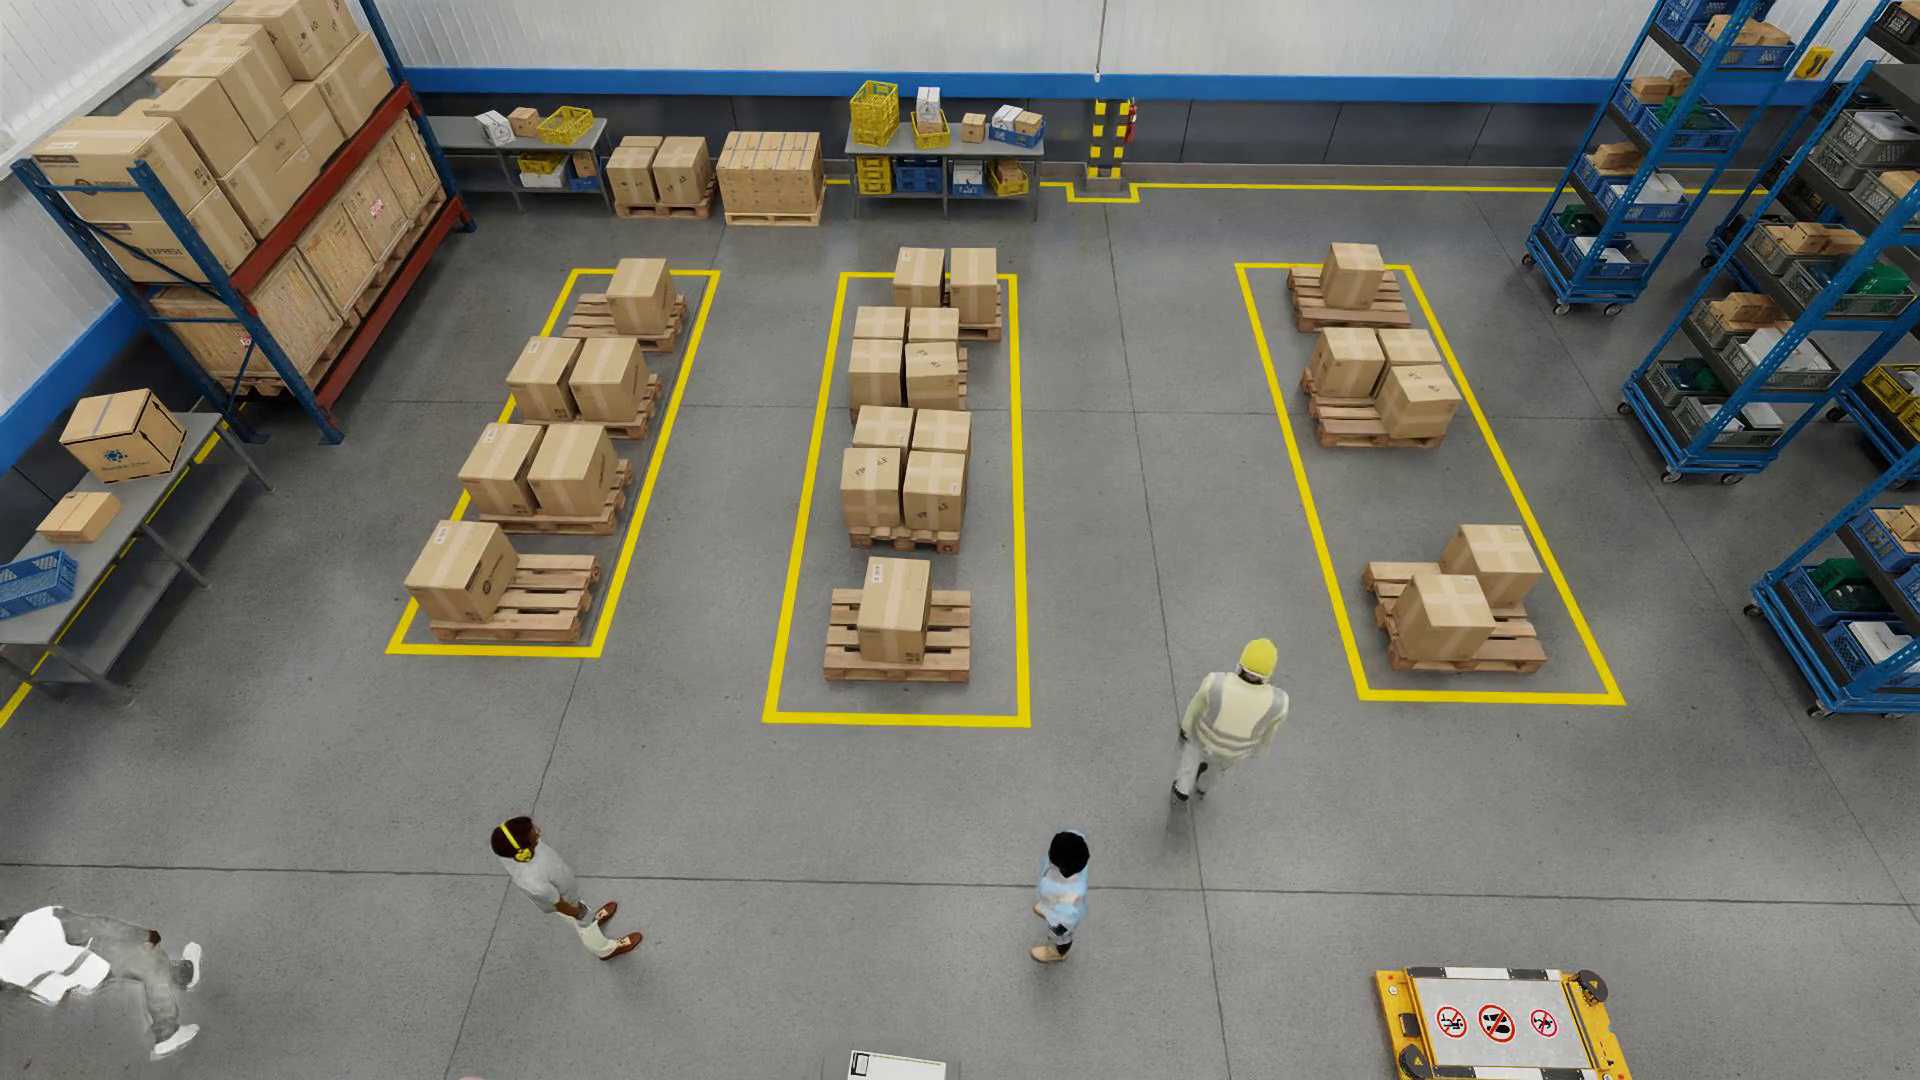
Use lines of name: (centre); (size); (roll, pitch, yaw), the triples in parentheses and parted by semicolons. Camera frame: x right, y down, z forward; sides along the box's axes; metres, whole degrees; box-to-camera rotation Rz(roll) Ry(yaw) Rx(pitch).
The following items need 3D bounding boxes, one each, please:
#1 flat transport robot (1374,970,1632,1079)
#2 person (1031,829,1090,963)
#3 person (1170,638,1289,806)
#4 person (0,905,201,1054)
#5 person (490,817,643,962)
flat transport robot: (3.501, 3.133, 5.914); (1.431, 0.197, 0.652); (1, 51, 1)
person: (0.630, 2.231, 5.735); (0.317, 1.695, 0.540); (6, 51, 5)
person: (1.868, 1.315, 6.412); (0.605, 1.807, 0.513); (17, 53, 13)
person: (-5.164, 2.491, 5.409); (0.624, 1.874, 0.720); (-18, 53, -14)
person: (-2.451, 2.165, 5.680); (0.510, 1.871, 0.328); (37, 60, 26)
